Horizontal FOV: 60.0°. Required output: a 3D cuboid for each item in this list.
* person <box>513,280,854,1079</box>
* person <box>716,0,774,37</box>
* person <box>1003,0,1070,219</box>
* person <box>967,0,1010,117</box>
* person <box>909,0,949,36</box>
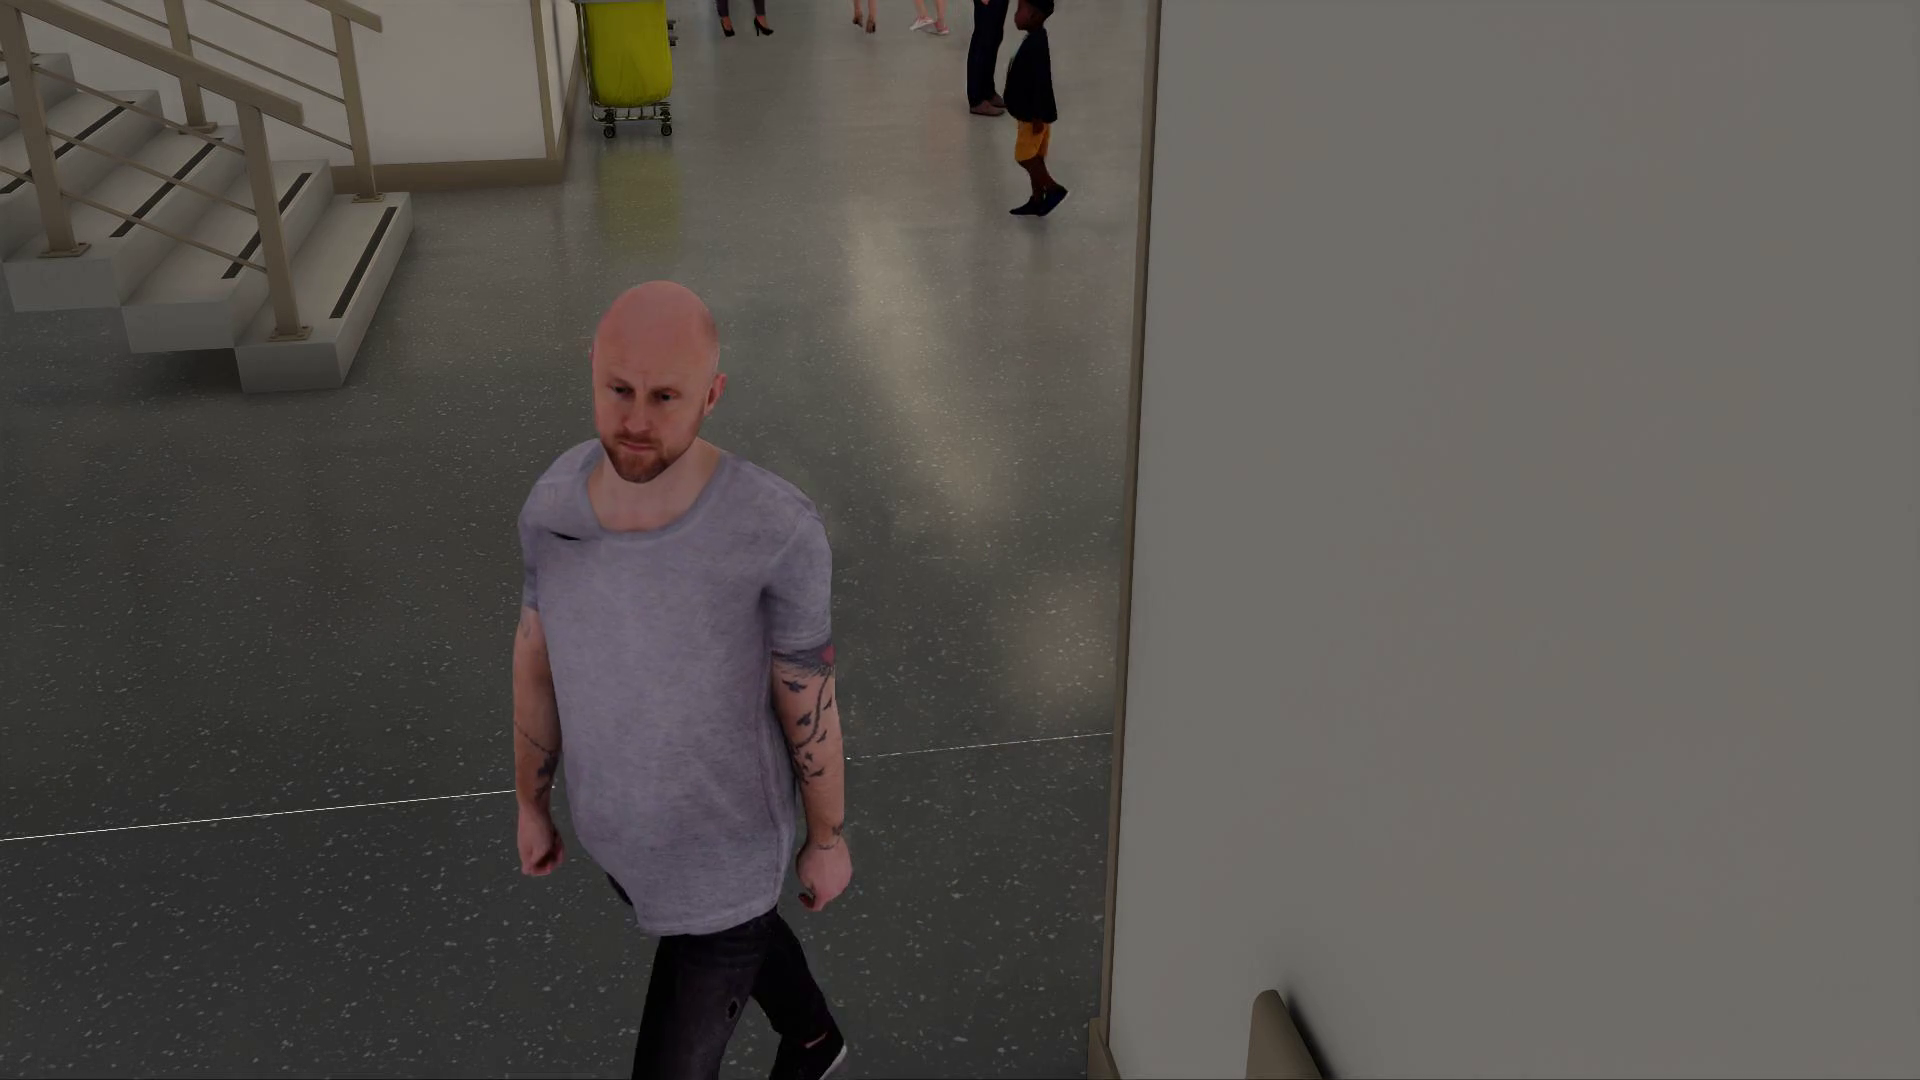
[{"bbox_3d":[-0.391,0.451,2.714,1.305,1.774,1.267,13,29,25],"label":"person"},{"bbox_3d":[-2.100,-5.353,14.893,0.915,1.650,0.908,-20,32,-36],"label":"person"},{"bbox_3d":[0.475,-2.405,9.223,0.622,1.265,0.562,-1,26,-2],"label":"person"},{"bbox_3d":[0.223,-4.016,11.889,0.744,1.850,0.760,9,27,18],"label":"person"},{"bbox_3d":[-0.279,-5.412,14.924,0.868,1.727,0.808,18,31,33],"label":"person"}]
